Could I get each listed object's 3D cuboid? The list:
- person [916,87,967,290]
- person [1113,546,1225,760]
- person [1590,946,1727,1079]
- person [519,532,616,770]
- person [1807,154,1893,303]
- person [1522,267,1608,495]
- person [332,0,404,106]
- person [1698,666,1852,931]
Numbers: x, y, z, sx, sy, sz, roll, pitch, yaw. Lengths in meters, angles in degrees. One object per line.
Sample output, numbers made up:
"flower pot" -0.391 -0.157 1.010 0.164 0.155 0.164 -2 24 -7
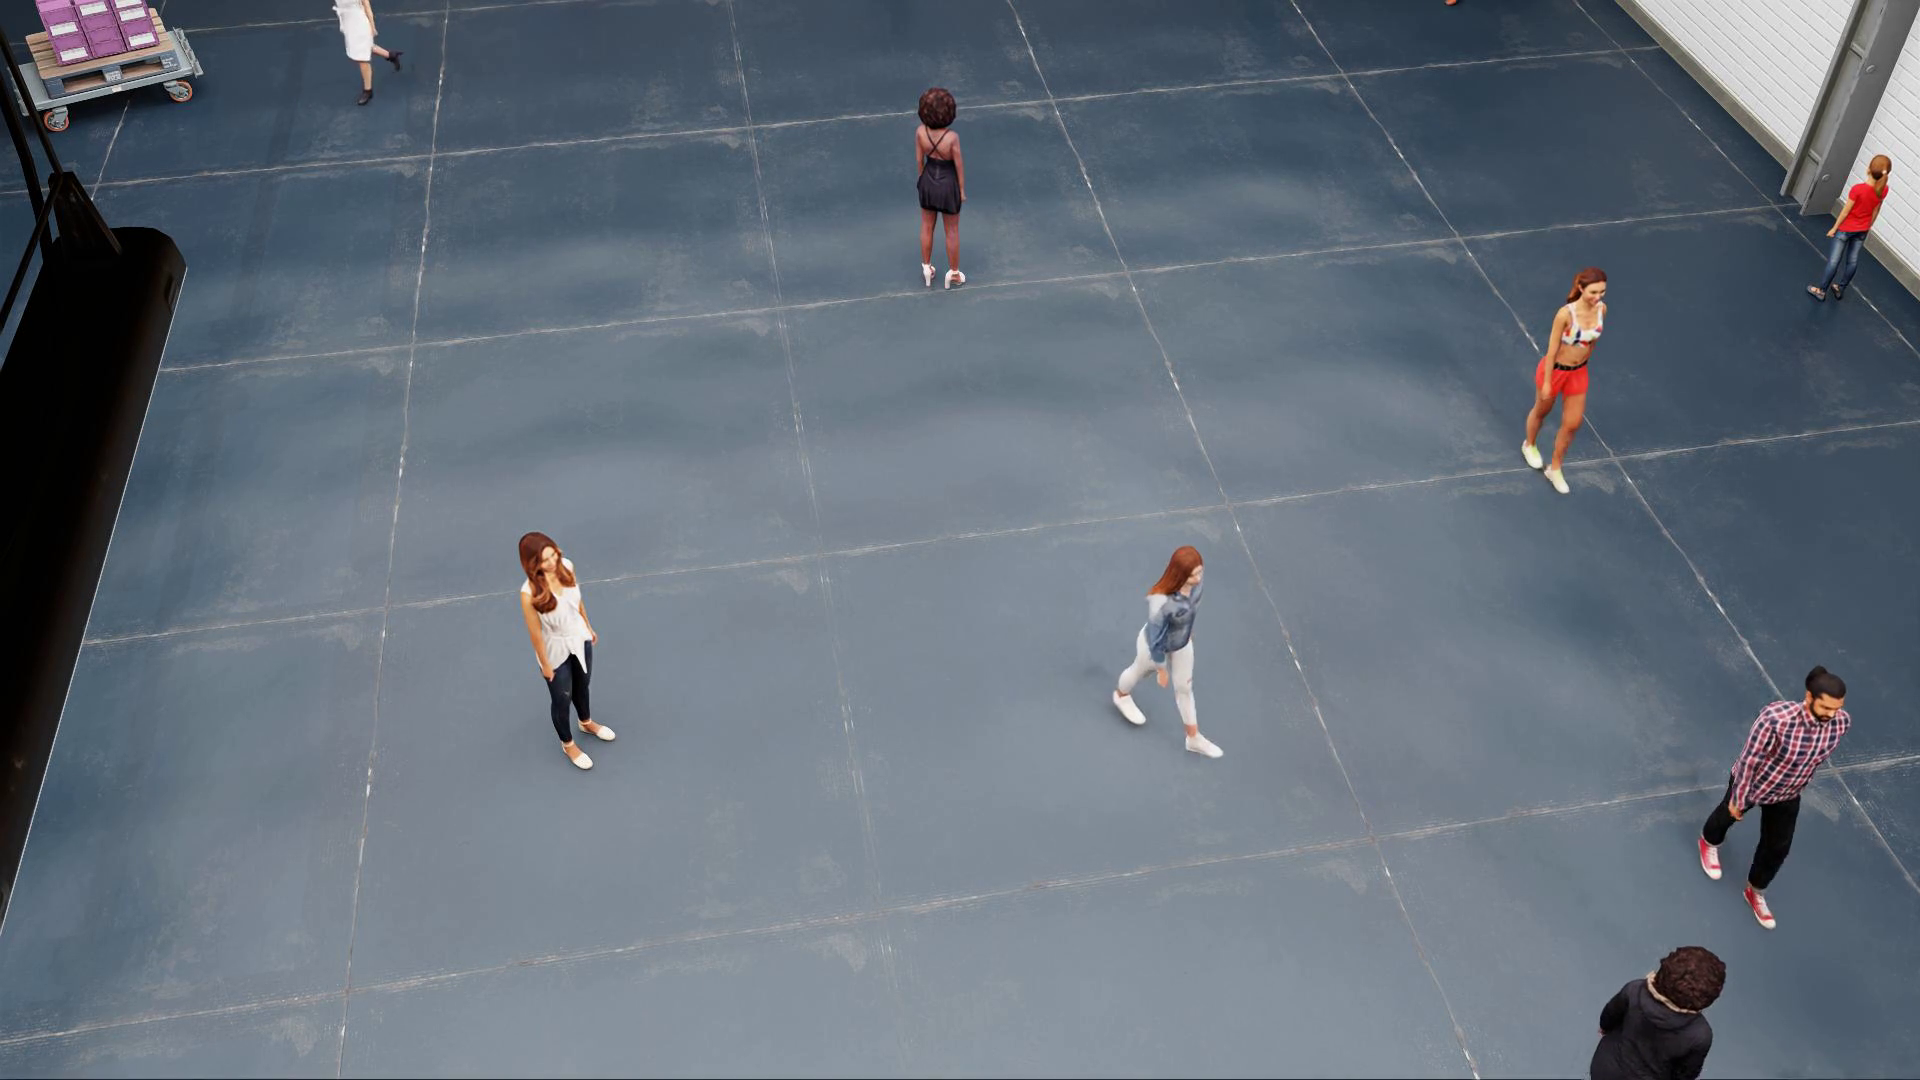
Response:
"person" -0.163 -2.833 13.492 0.642 1.790 0.675 15 46 15
"person" 1.167 0.571 10.015 0.979 1.657 1.157 -32 52 -29
"person" 3.174 2.552 7.881 1.097 1.733 1.111 29 51 27
"person" -2.365 0.626 9.864 0.730 1.785 0.652 21 48 21
"person" 7.270 -2.534 13.526 0.504 1.309 0.496 -3 44 -3
"person" 4.240 -1.233 11.825 0.605 1.771 0.819 -9 44 -9
"person" -5.718 -4.973 15.923 0.912 1.534 0.970 25 49 24
"person" 4.453 1.277 9.212 0.800 1.741 0.974 2 44 2
